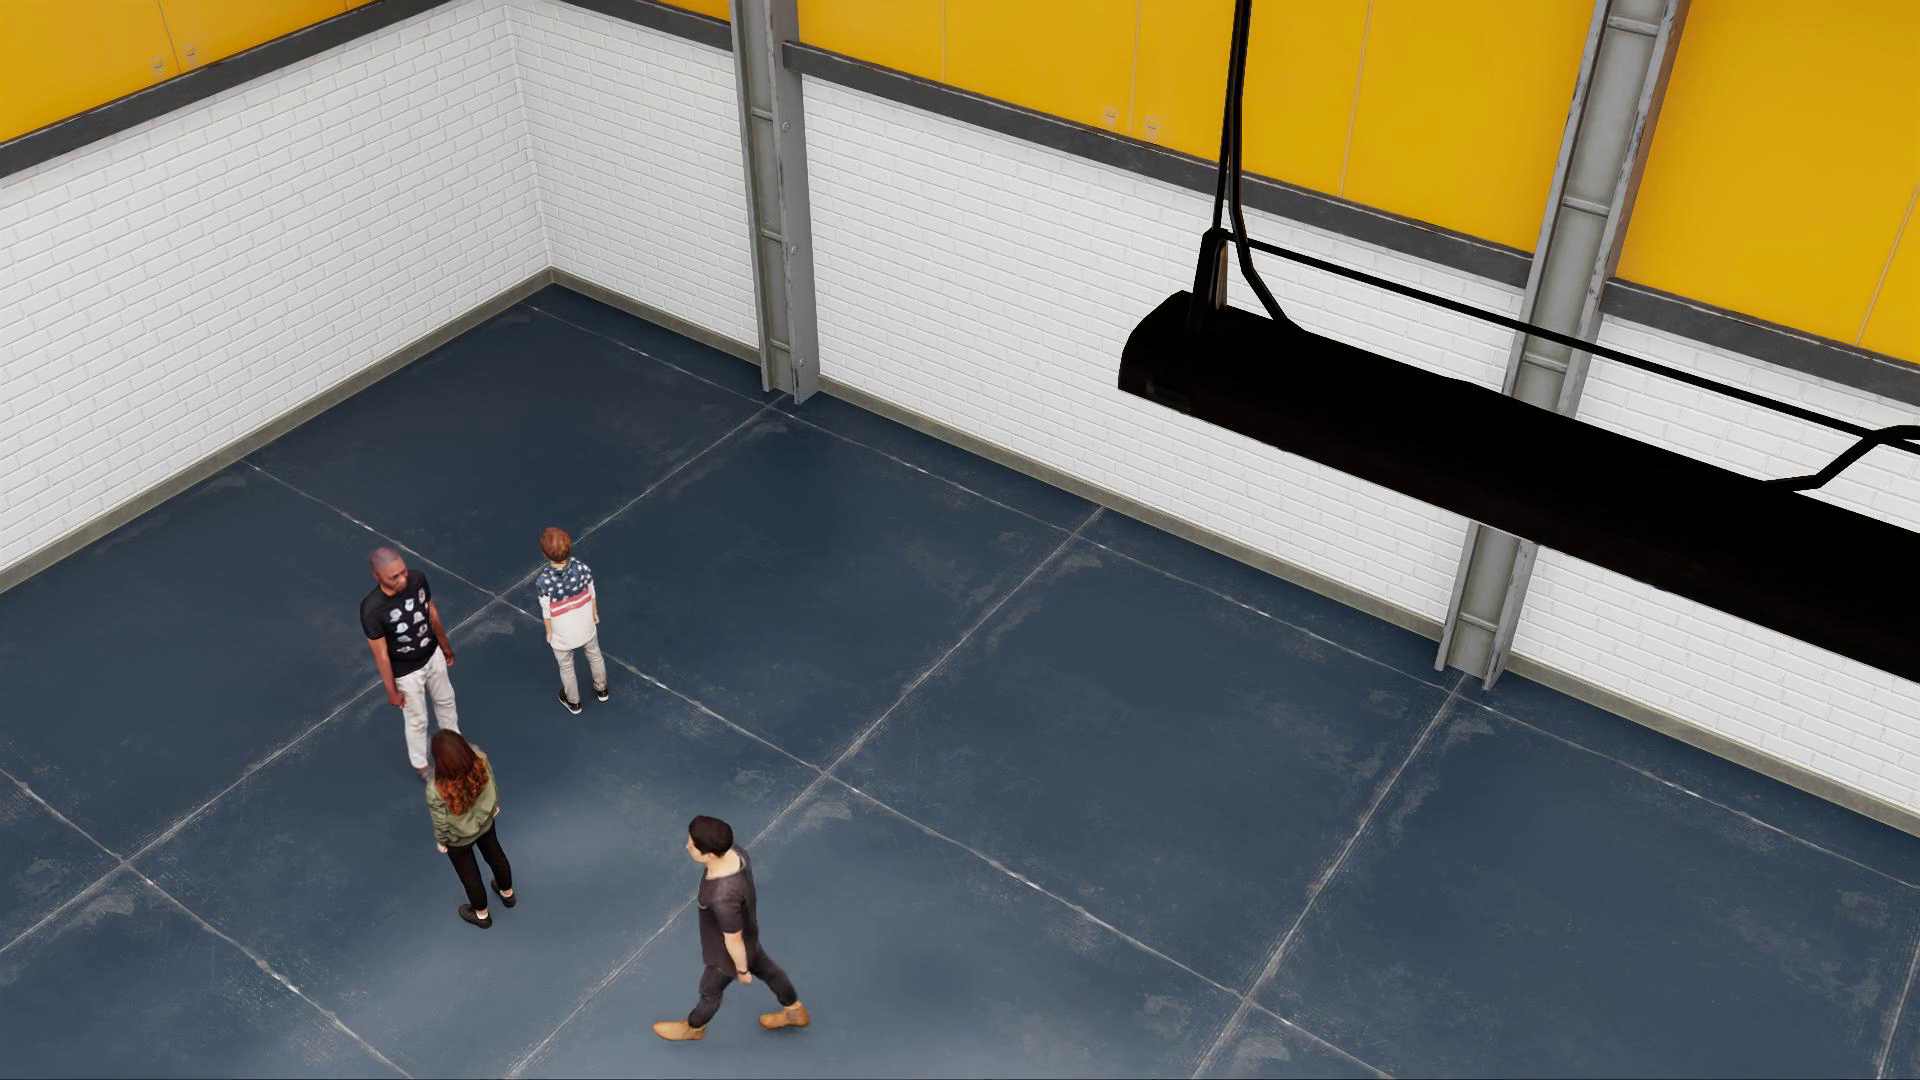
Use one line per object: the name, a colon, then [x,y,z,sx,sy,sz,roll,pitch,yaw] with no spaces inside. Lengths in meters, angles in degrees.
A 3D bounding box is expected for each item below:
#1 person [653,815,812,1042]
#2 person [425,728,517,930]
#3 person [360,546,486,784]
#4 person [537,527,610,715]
person: [-1.100,2.035,8.585,1.165,1.673,0.994,1,39,1]
person: [-2.744,1.593,9.296,0.511,1.476,0.579,26,45,28]
person: [-3.326,0.739,10.107,0.616,1.798,0.680,19,42,22]
person: [-2.502,0.505,10.688,0.577,1.439,0.579,-23,44,-26]
